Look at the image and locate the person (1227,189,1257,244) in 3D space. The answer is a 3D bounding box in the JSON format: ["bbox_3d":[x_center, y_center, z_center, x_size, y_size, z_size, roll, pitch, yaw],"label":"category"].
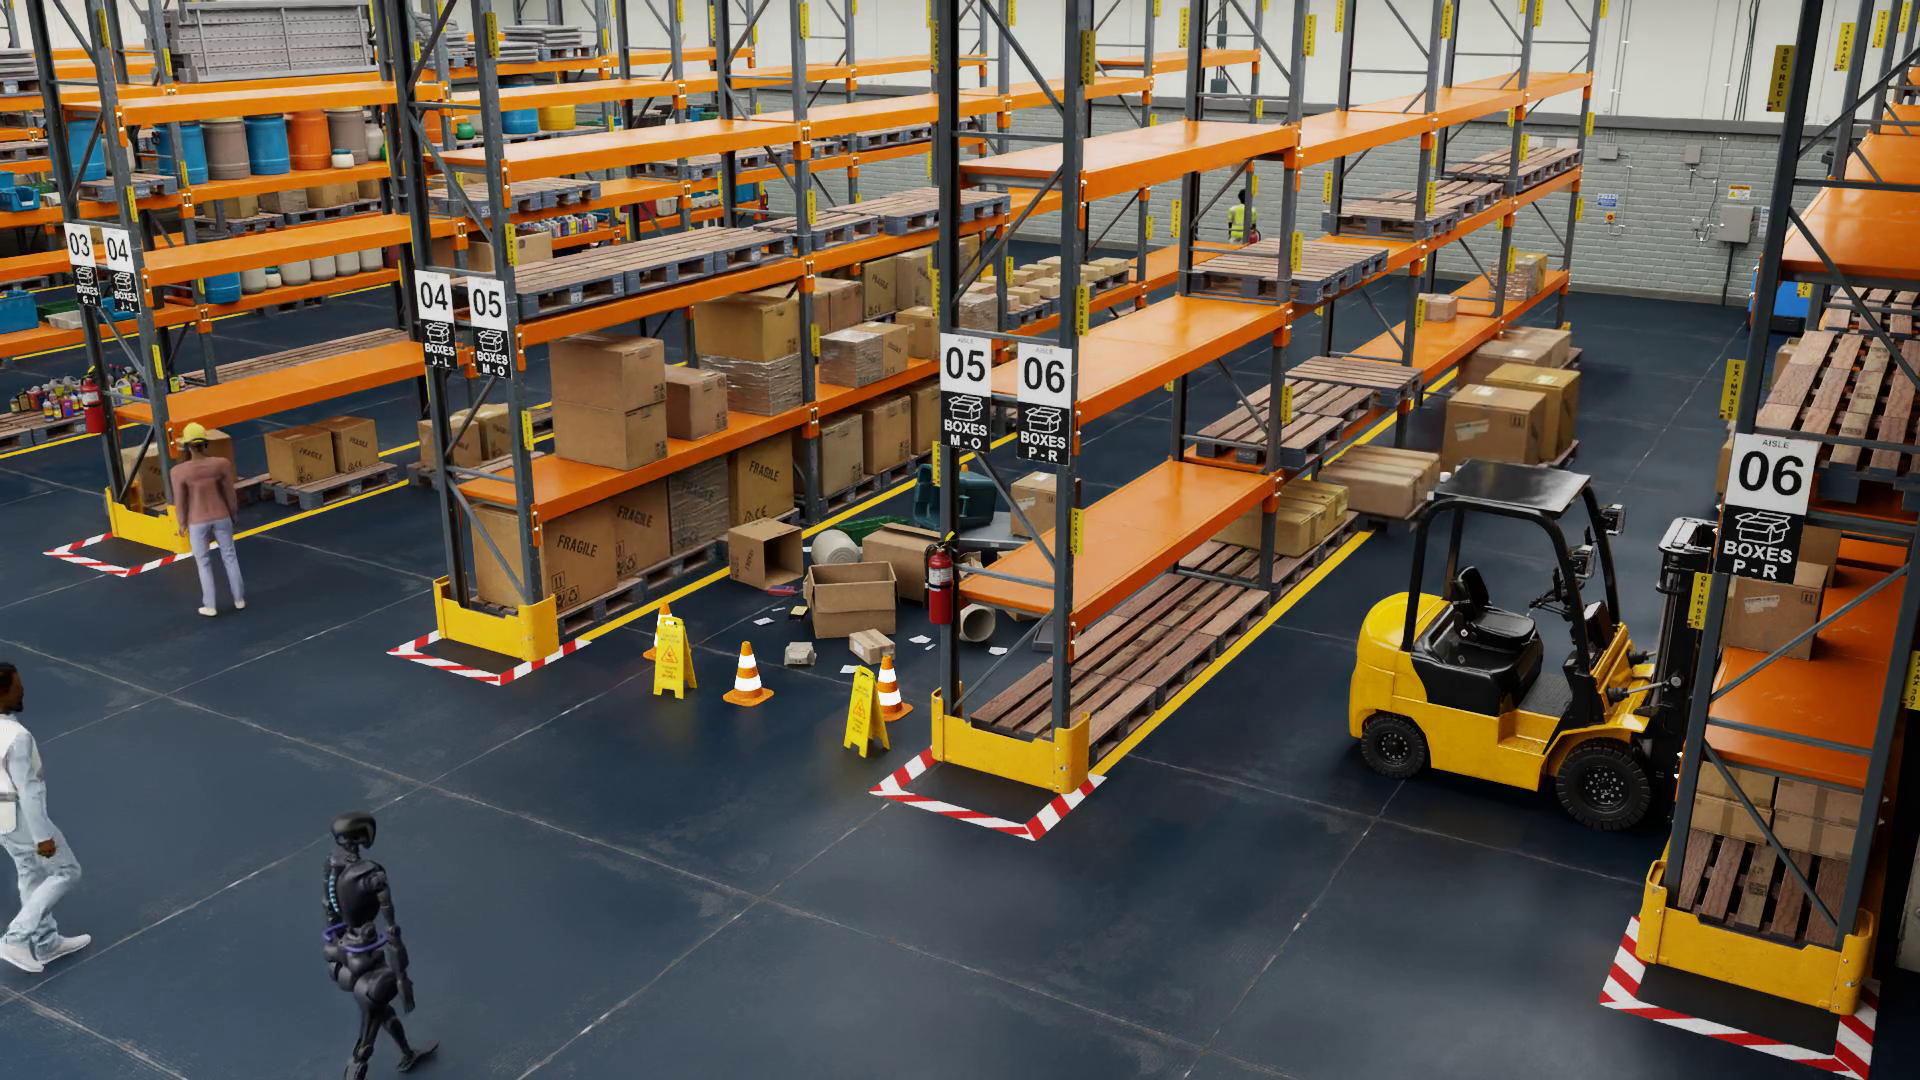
[{"bbox_3d":[5.189,-5.605,30.632,0.539,1.695,0.317,6,20,16],"label":"person"}]

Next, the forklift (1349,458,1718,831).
[{"bbox_3d":[3.988,0.658,11.776,2.313,2.155,1.214,11,22,29],"label":"forklift"}]

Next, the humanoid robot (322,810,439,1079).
[{"bbox_3d":[-3.001,2.117,8.410,0.609,1.621,0.786,13,23,32],"label":"humanoid robot"}]

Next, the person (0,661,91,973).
[{"bbox_3d":[-5.372,1.593,9.501,0.626,1.904,0.472,13,23,34],"label":"person"}]

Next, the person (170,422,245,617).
[{"bbox_3d":[-6.722,-0.185,14.858,0.532,1.767,0.322,-16,25,-38],"label":"person"}]

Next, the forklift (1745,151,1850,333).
[{"bbox_3d":[13.620,-4.667,26.137,1.873,2.768,1.129,11,22,29],"label":"forklift"}]

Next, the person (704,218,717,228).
[{"bbox_3d":[-5.242,-7.061,34.862,0.491,1.688,0.349,-6,20,-18],"label":"person"}]

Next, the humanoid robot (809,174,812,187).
[{"bbox_3d":[-3.211,-7.059,34.890,0.359,1.678,0.596,-1,19,-2],"label":"humanoid robot"}]
